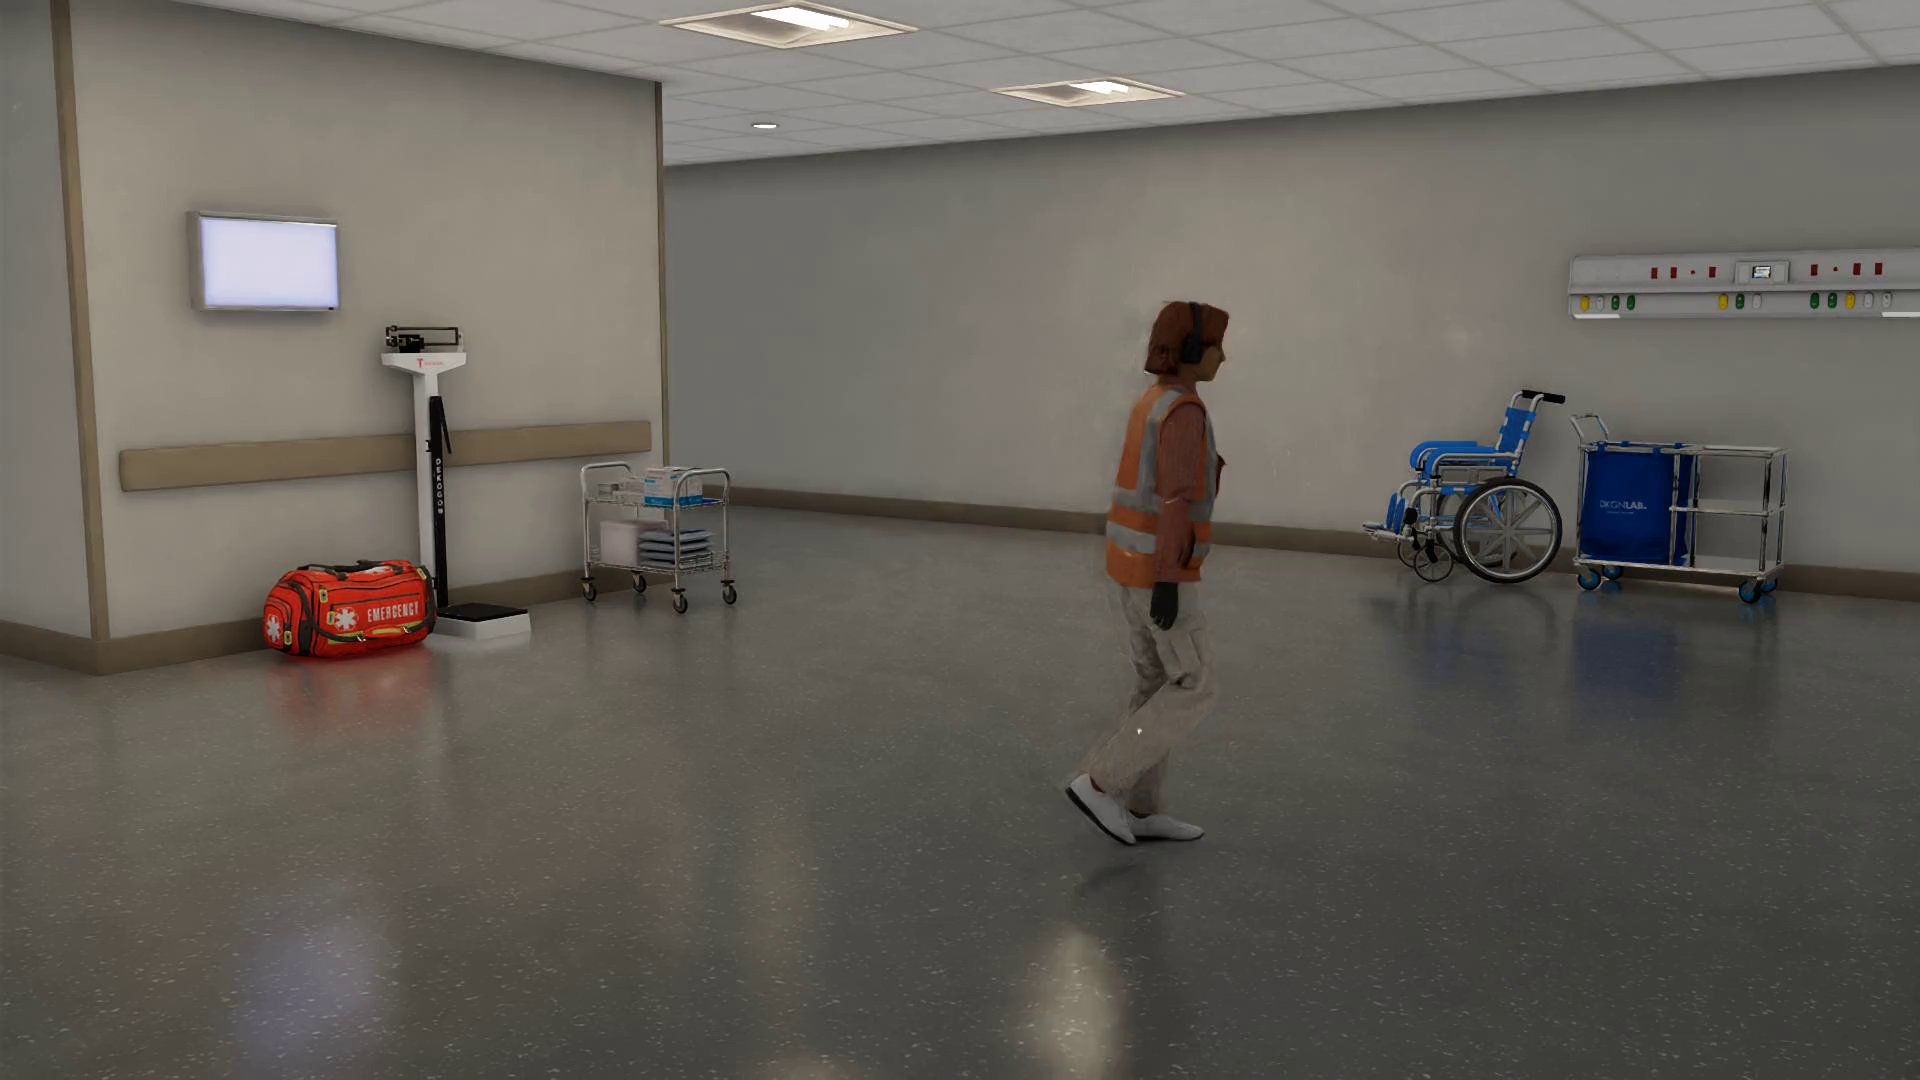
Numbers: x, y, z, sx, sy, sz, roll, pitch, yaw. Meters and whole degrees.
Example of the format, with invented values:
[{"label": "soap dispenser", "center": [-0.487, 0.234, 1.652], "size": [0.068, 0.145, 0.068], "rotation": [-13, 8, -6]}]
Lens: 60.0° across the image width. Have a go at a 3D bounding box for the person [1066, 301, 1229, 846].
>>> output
[{"label": "person", "center": [0.577, 0.113, 4.877], "size": [0.397, 1.620, 0.542], "rotation": [-1, 7, -6]}]
